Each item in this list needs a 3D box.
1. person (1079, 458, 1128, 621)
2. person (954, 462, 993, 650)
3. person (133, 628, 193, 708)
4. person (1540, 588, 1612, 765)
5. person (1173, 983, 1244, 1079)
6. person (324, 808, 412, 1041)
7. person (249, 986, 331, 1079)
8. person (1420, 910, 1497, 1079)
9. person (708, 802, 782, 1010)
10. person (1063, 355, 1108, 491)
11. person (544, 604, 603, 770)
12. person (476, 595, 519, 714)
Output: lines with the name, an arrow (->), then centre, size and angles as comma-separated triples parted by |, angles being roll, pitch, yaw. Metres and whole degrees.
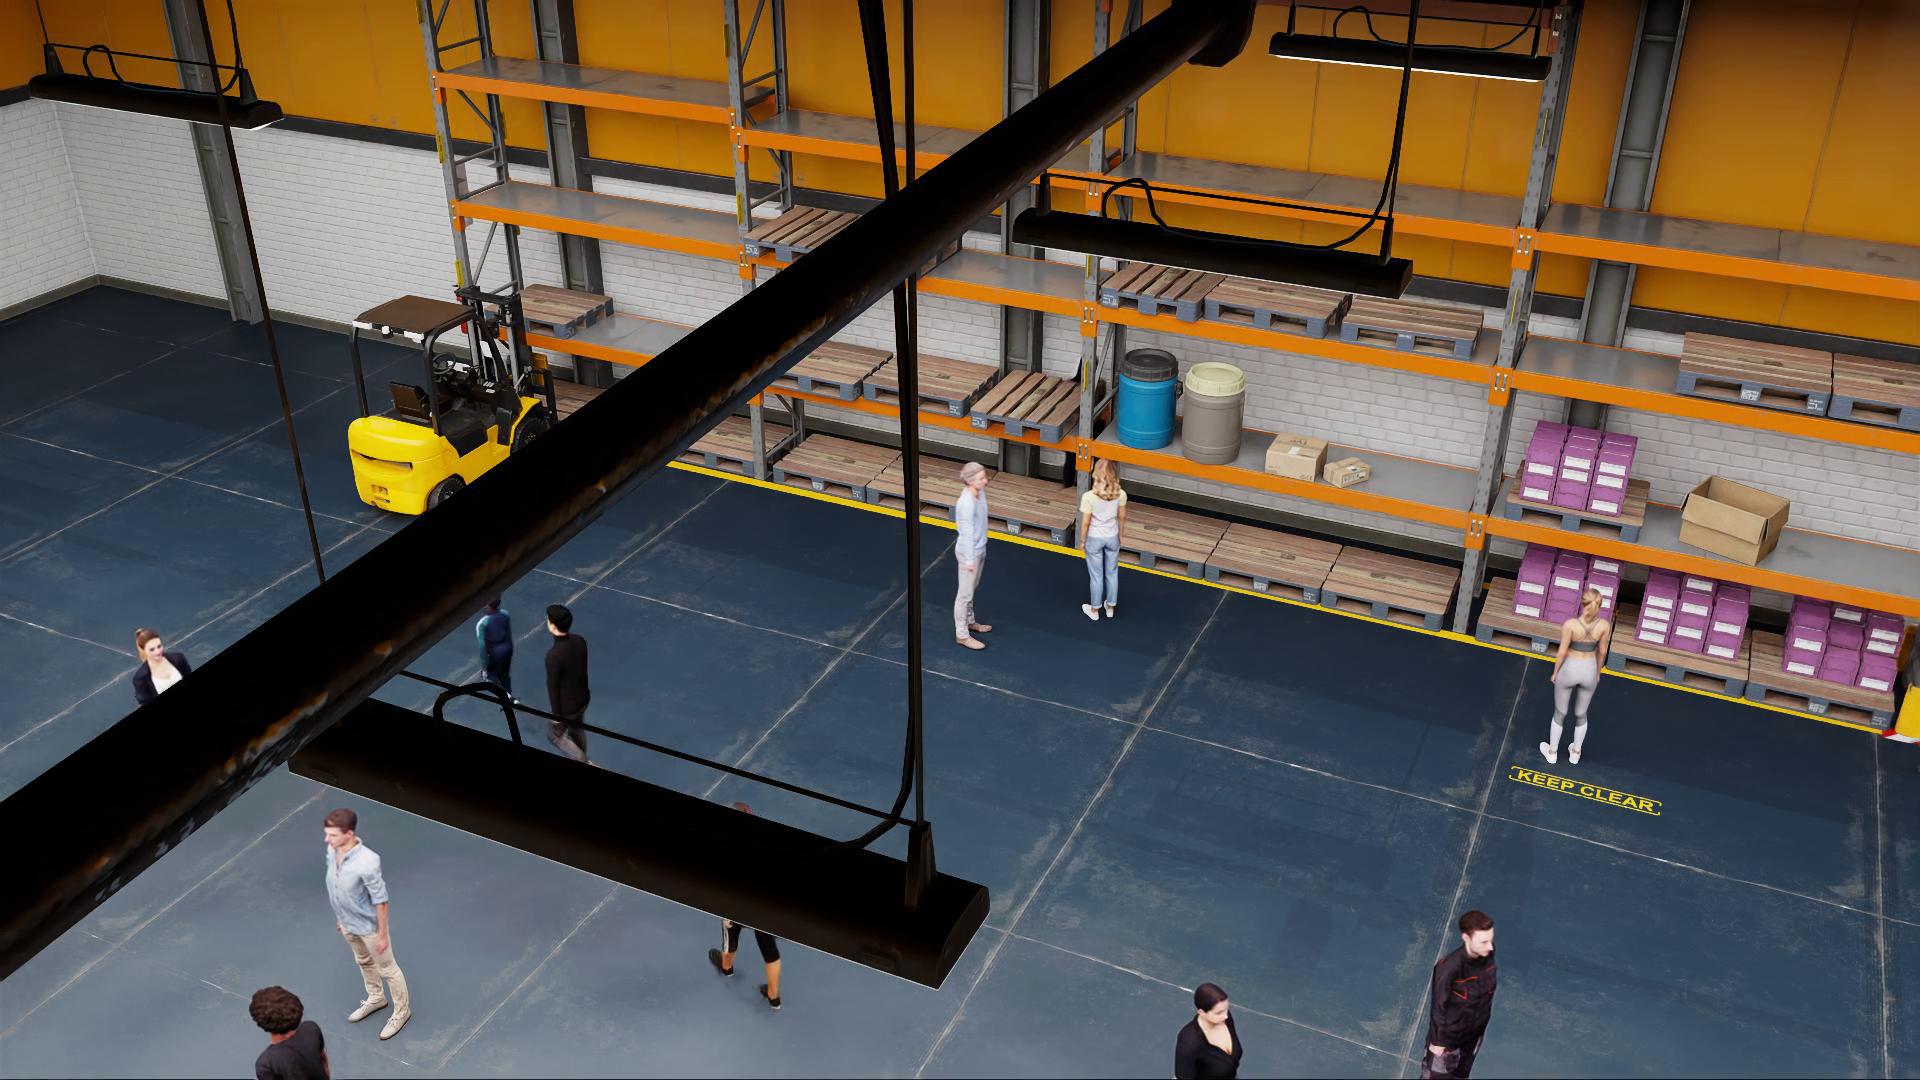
person -> 1.397, -0.005, 16.265 | 0.695, 1.723, 0.767 | -8, 30, -15
person -> 0.104, 0.111, 15.875 | 0.620, 1.893, 0.689 | 8, 30, 14
person -> -6.533, 1.432, 13.728 | 1.180, 1.630, 0.779 | 19, 34, 31
person -> 5.256, 1.155, 14.159 | 0.593, 1.704, 0.695 | 2, 29, 4
person -> 1.450, 3.356, 10.065 | 0.688, 1.759, 0.726 | 21, 35, 33
person -> -4.075, 2.594, 11.372 | 0.516, 1.847, 0.740 | 17, 33, 28
person -> -3.849, 3.428, 9.938 | 1.117, 1.756, 0.671 | 16, 32, 27
person -> 3.109, 3.080, 10.409 | 0.775, 1.915, 0.759 | -21, 35, -33
person -> -1.432, 2.583, 11.609 | 0.881, 1.639, 1.063 | -20, 34, -32
person -> 1.387, -1.235, 18.426 | 0.773, 1.814, 0.835 | -9, 30, -17
person -> -3.205, 1.331, 13.830 | 0.691, 1.710, 0.644 | 12, 31, 22
person -> -4.117, 1.016, 14.895 | 0.657, 1.244, 0.571 | 20, 34, 32
